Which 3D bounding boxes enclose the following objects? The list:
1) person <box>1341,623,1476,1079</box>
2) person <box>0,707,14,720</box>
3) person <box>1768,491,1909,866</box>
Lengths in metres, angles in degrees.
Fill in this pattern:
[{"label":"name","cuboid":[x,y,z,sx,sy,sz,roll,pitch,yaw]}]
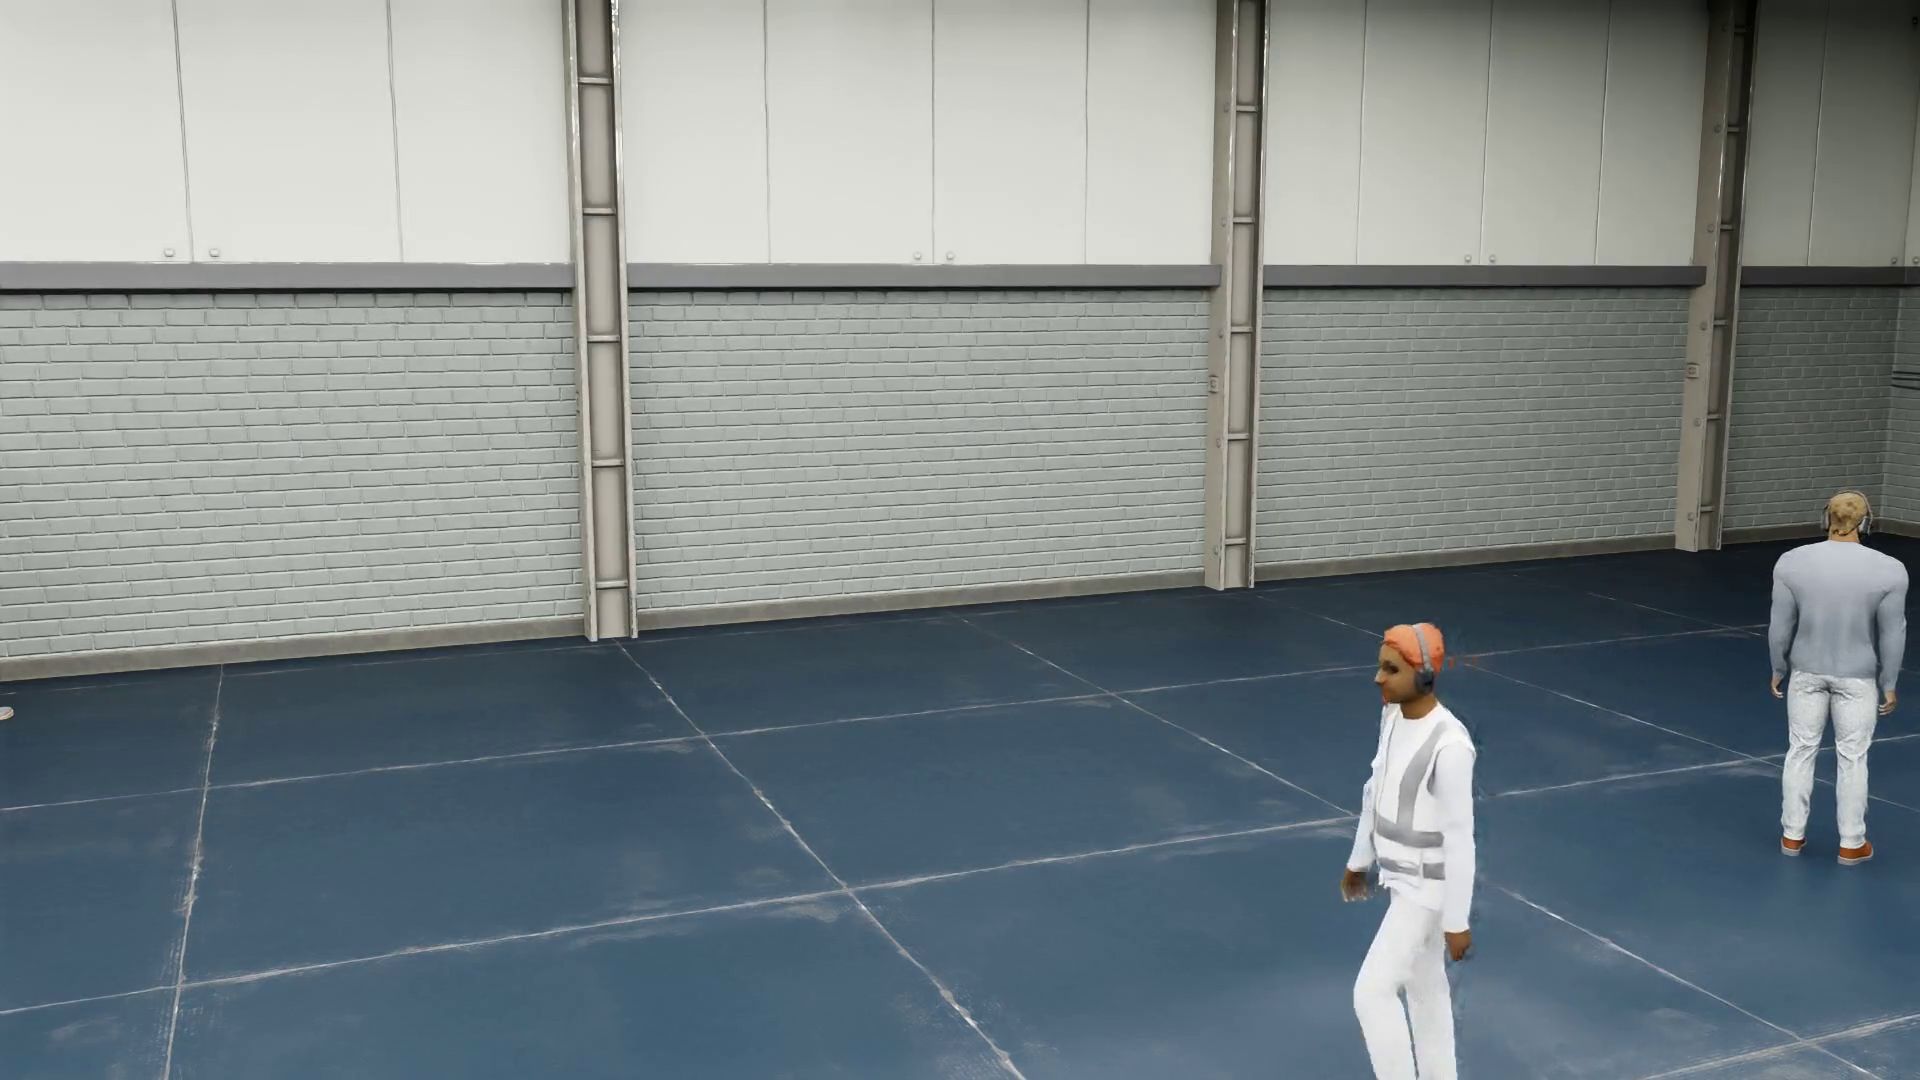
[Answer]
[{"label":"person","cuboid":[1.510,1.199,5.749,0.619,1.866,0.597,0,9,0]},{"label":"person","cuboid":[-6.790,0.256,11.282,0.611,1.985,0.393,6,11,32]},{"label":"person","cuboid":[4.516,0.709,8.609,0.629,1.931,0.371,7,11,38]}]
